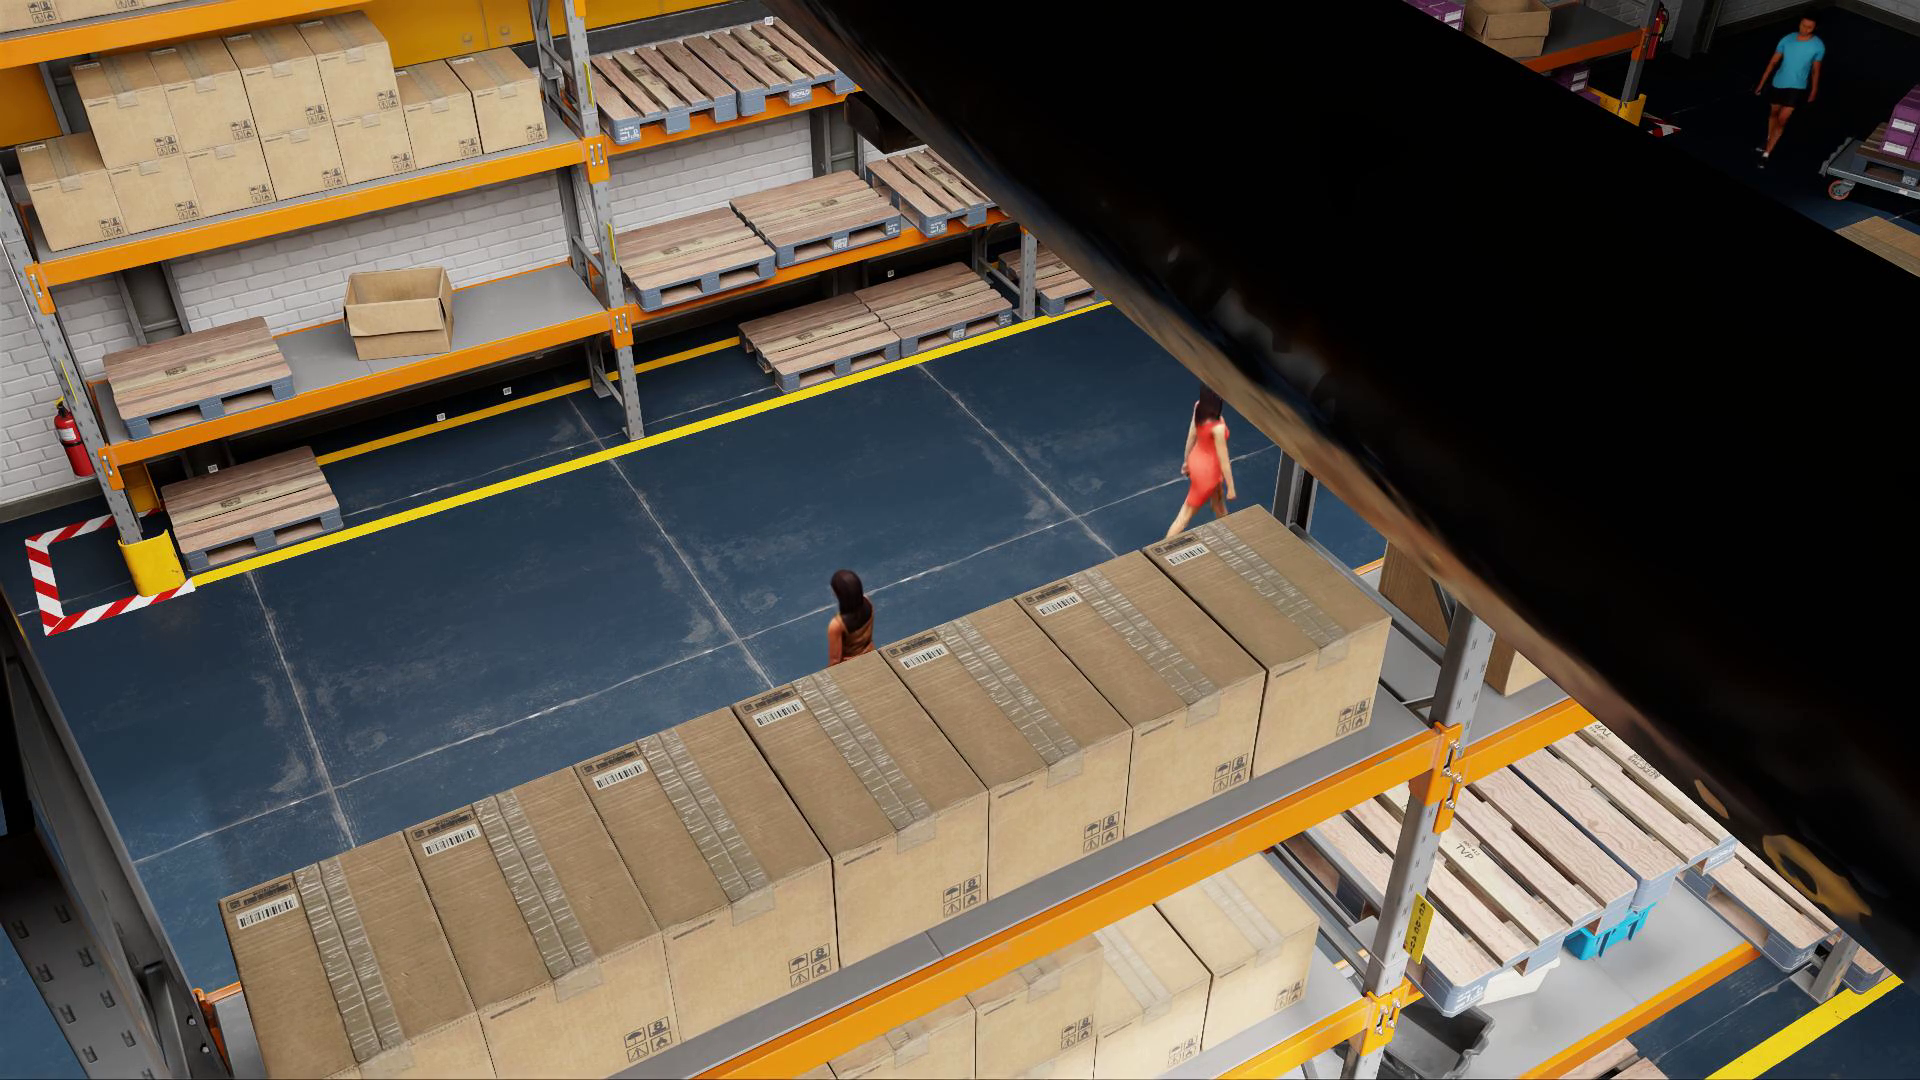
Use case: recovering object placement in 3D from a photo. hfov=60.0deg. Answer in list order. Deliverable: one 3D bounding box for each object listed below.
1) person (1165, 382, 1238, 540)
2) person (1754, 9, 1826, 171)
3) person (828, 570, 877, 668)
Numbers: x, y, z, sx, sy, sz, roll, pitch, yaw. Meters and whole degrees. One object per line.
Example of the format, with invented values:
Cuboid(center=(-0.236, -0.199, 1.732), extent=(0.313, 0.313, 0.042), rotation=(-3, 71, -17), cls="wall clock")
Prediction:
Cuboid(center=(1.775, -0.474, 12.602), extent=(1.178, 1.664, 0.797), rotation=(-11, 40, -13), cls="person")
Cuboid(center=(9.083, -4.970, 18.179), extent=(0.989, 1.730, 1.203), rotation=(29, 47, 31), cls="person")
Cuboid(center=(-0.686, 0.869, 10.905), extent=(0.703, 1.684, 0.595), rotation=(23, 44, 26), cls="person")
